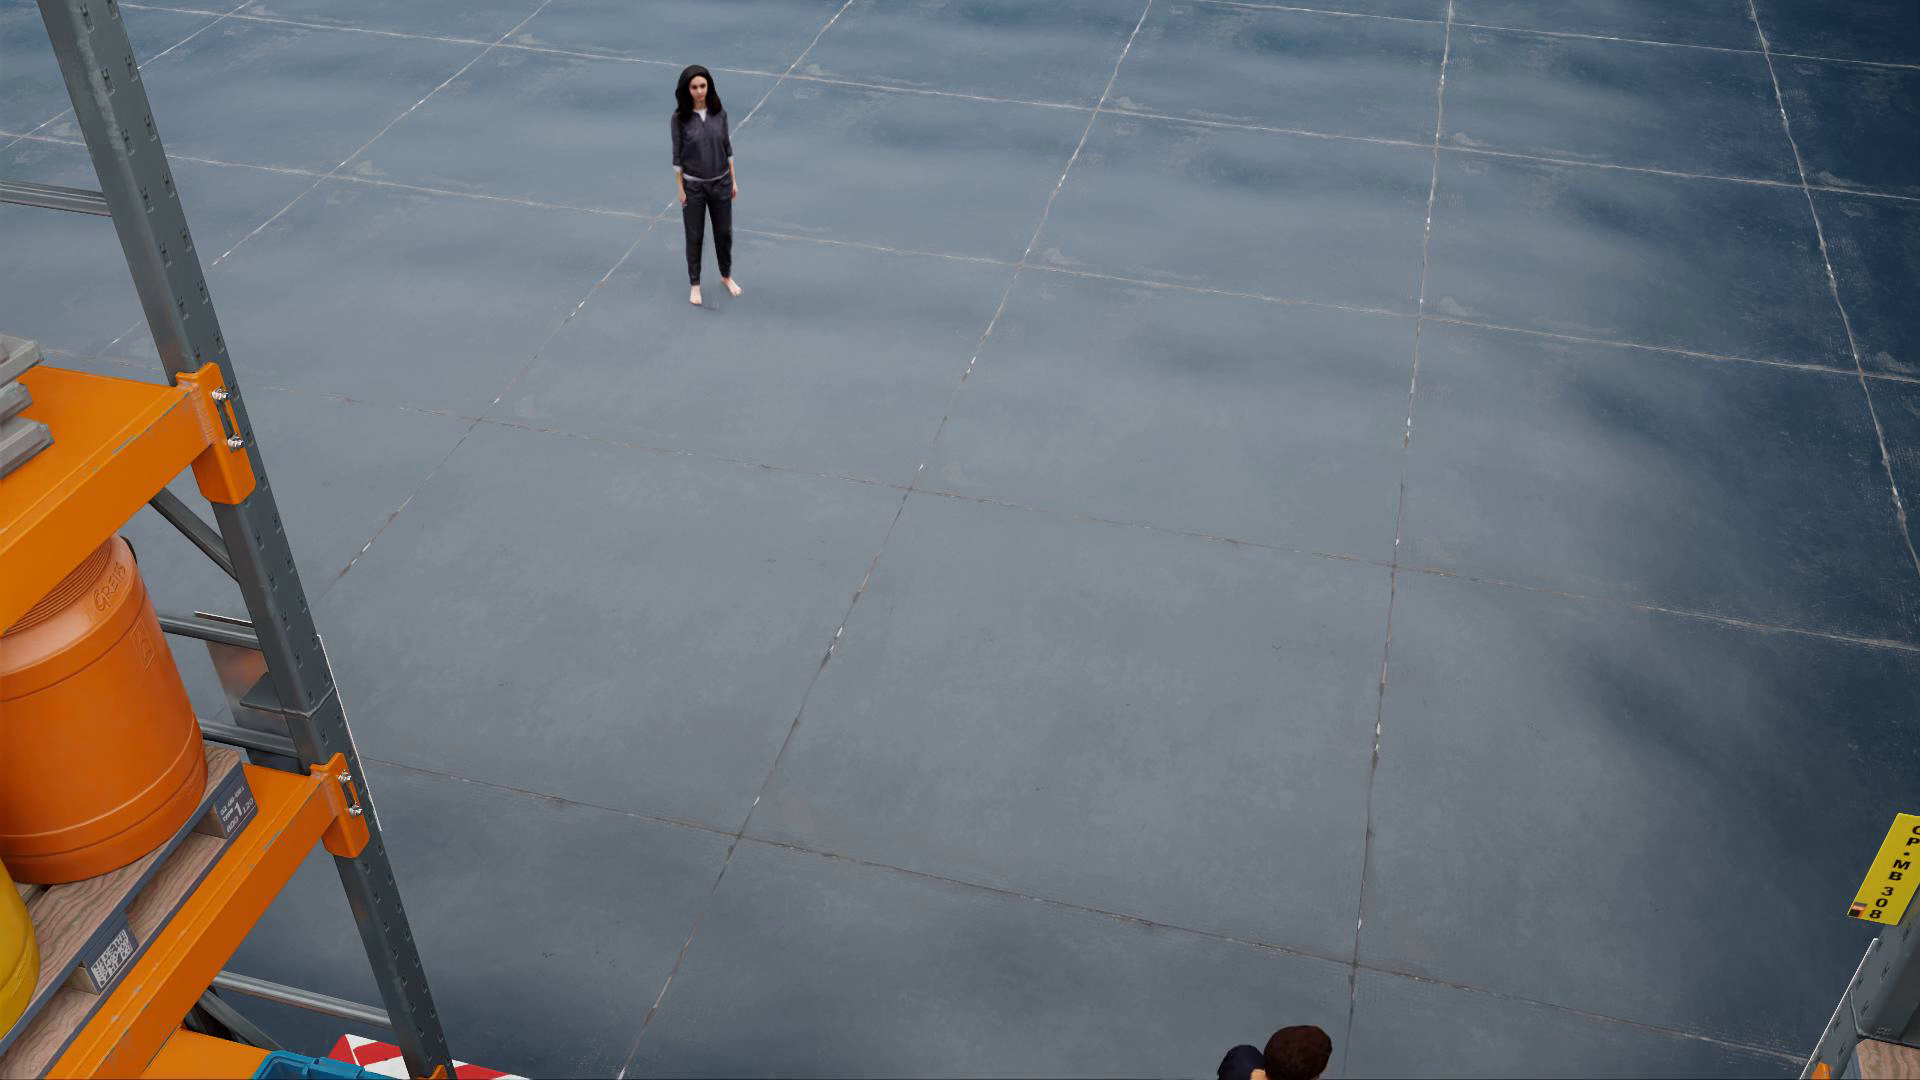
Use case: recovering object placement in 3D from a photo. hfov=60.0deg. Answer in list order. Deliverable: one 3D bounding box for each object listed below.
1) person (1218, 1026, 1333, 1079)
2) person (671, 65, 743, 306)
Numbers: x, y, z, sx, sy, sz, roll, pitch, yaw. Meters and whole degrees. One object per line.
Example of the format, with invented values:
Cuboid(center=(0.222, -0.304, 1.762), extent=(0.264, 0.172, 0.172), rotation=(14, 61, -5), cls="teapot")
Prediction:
Cuboid(center=(0.878, 2.286, 5.680), extent=(1.123, 1.811, 1.064), rotation=(-22, 43, -26), cls="person")
Cuboid(center=(-1.821, -2.553, 11.902), extent=(0.672, 1.766, 0.712), rotation=(-16, 41, -19), cls="person")
